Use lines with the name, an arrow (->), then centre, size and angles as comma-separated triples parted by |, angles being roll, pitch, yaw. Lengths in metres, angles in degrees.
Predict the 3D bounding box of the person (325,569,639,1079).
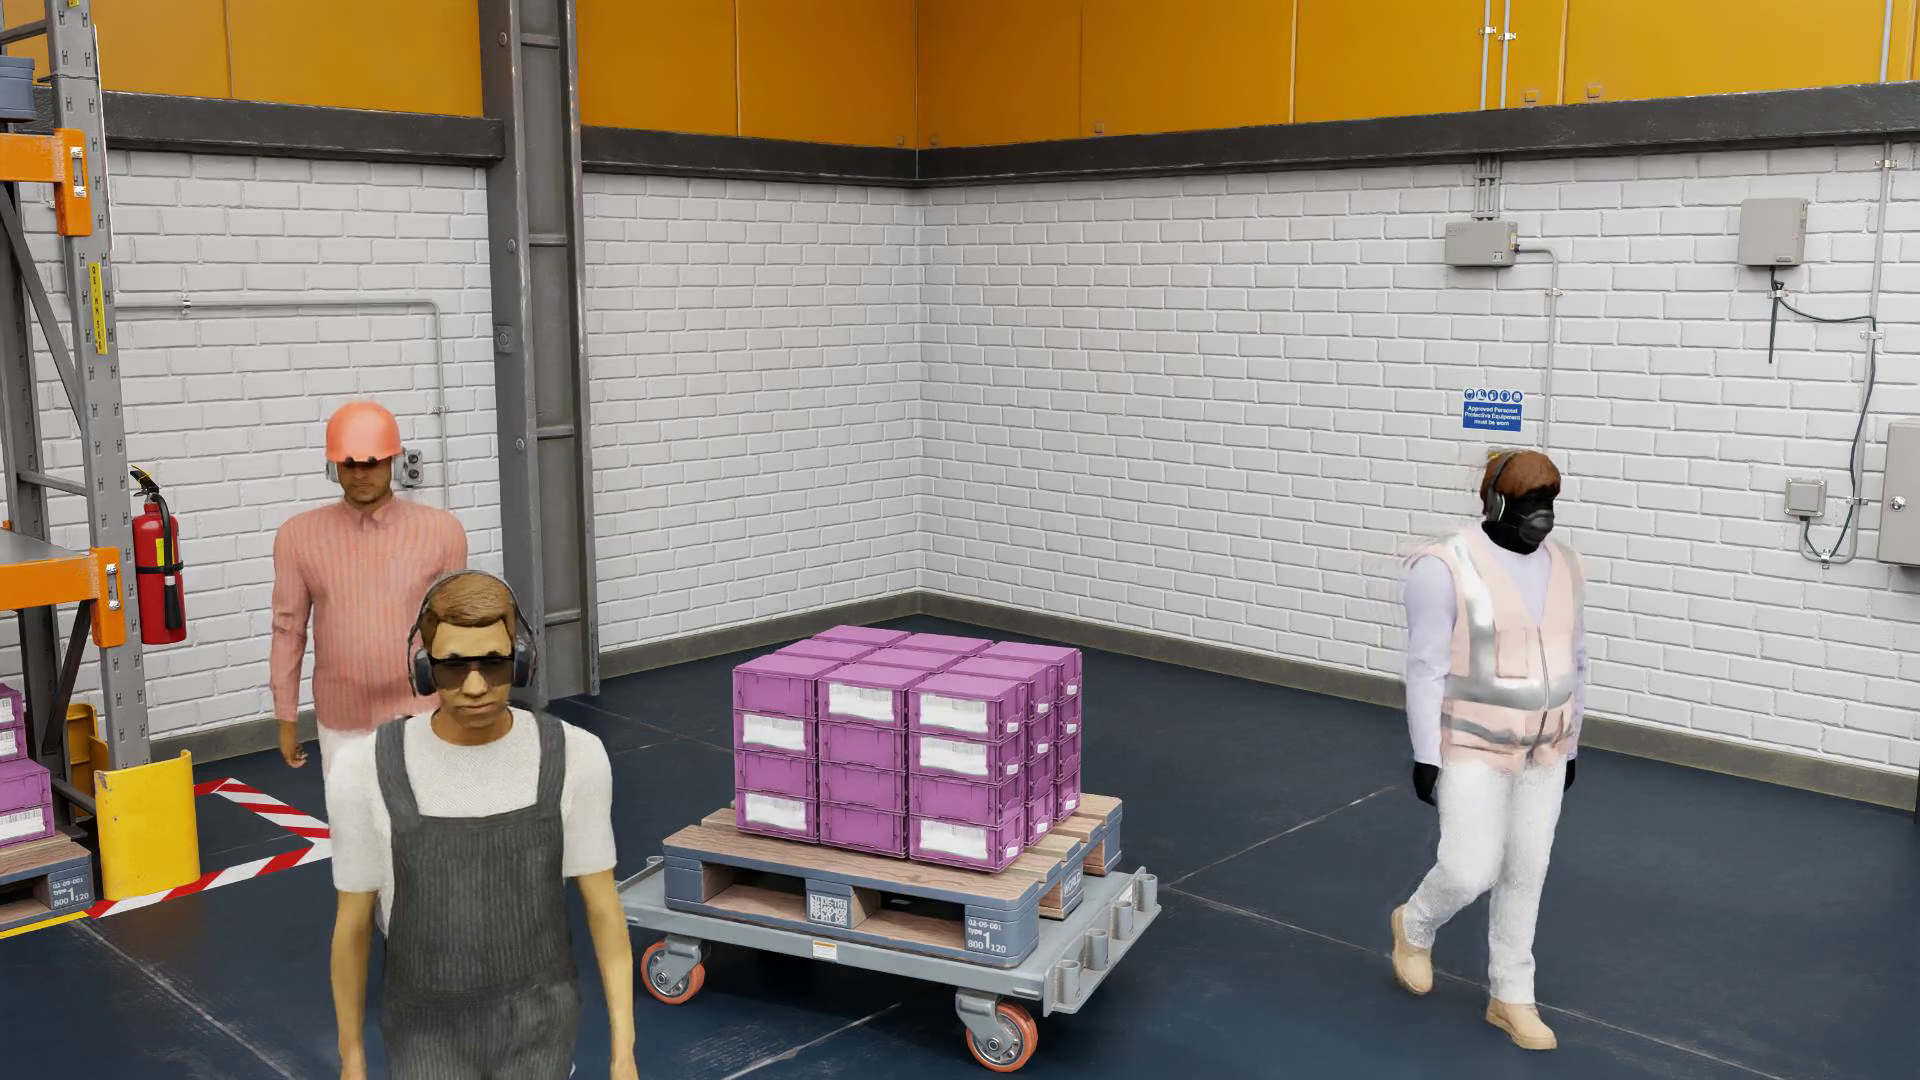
person -> -0.850, 0.966, 3.046 | 0.532, 1.824, 0.681 | -4, 10, -23

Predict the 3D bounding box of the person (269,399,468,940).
person -> -1.912, 0.506, 5.456 | 0.631, 1.965, 0.908 | -2, 10, -13

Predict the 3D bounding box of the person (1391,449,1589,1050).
person -> 1.644, 0.624, 5.118 | 0.644, 1.831, 0.508 | -3, 10, -19
